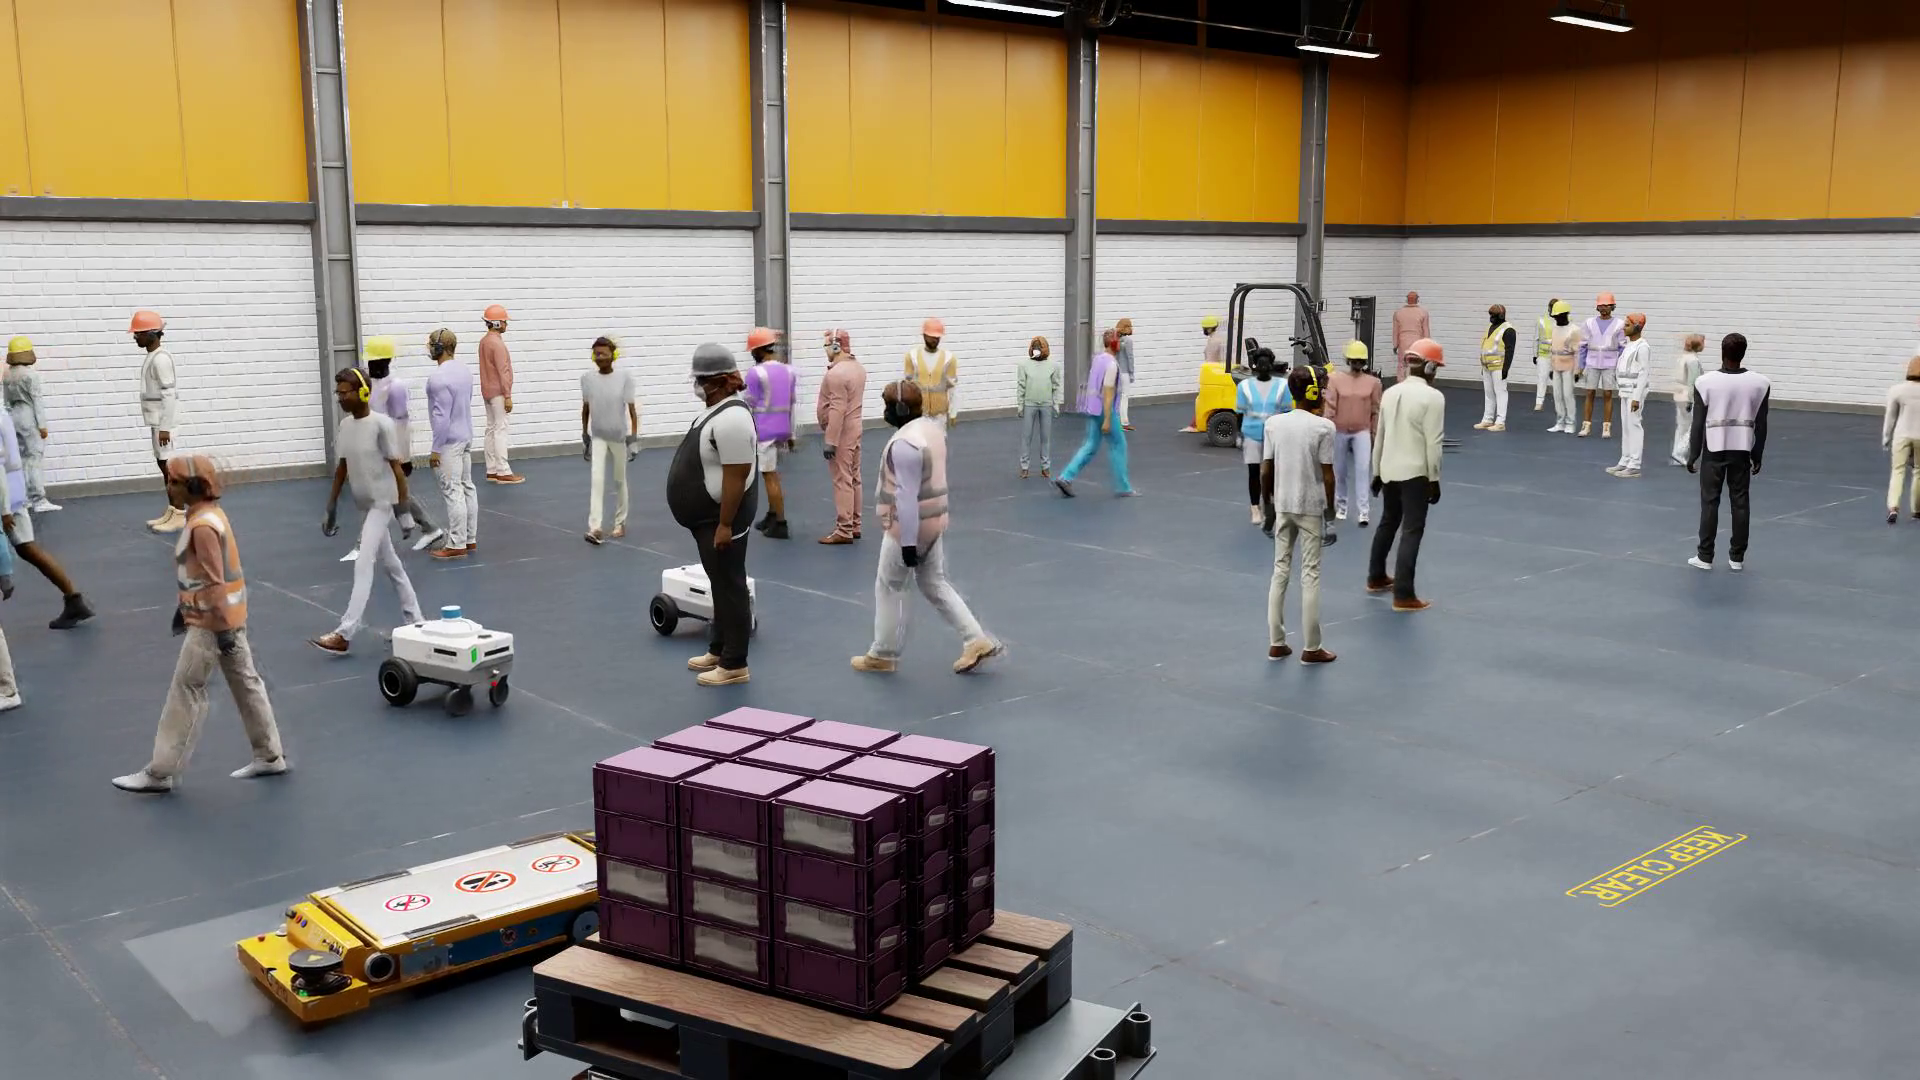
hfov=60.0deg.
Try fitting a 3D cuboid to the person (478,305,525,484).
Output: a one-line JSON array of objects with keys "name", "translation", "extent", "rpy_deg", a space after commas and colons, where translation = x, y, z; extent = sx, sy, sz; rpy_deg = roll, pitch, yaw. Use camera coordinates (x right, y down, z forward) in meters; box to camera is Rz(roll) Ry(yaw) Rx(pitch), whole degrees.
[{"name": "person", "translation": [-5.160, -1.626, 18.592], "extent": [0.377, 1.995, 0.612], "rpy_deg": [-7, 12, -37]}]

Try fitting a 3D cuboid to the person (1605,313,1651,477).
[{"name": "person", "translation": [7.724, -1.663, 19.140], "extent": [0.355, 1.883, 0.573], "rpy_deg": [1, 10, 5]}]

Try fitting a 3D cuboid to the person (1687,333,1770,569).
[{"name": "person", "translation": [6.205, -0.711, 13.459], "extent": [0.591, 1.919, 0.390], "rpy_deg": [1, 10, 7]}]

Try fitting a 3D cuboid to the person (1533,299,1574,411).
[{"name": "person", "translation": [9.701, -3.024, 27.227], "extent": [0.635, 1.842, 0.429], "rpy_deg": [4, 10, 21]}]

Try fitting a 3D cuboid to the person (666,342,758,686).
[{"name": "person", "translation": [-1.471, -0.165, 9.903], "extent": [0.538, 2.000, 0.683], "rpy_deg": [-3, 10, -15]}]

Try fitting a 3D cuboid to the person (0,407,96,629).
[{"name": "person", "translation": [-6.365, -0.289, 11.103], "extent": [0.991, 1.894, 0.560], "rpy_deg": [-3, 10, -19]}]

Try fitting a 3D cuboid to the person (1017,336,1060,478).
[{"name": "person", "translation": [0.897, -1.518, 19.020], "extent": [0.500, 1.632, 0.286], "rpy_deg": [-1, 10, -4]}]

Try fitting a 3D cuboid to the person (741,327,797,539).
[{"name": "person", "translation": [-1.786, -0.963, 15.001], "extent": [0.711, 1.900, 0.538], "rpy_deg": [7, 12, 36]}]

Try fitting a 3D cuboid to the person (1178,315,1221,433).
[{"name": "person", "translation": [3.623, -2.345, 23.644], "extent": [0.890, 1.710, 0.511], "rpy_deg": [0, 10, -1]}]

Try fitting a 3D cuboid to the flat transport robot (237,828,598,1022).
[{"name": "flat transport robot", "translation": [-1.811, 1.367, 6.108], "extent": [1.431, 0.197, 0.652], "rpy_deg": [-8, 13, -40]}]

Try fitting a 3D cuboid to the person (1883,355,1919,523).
[{"name": "person", "translation": [9.078, -0.961, 15.839], "extent": [0.515, 1.609, 0.743], "rpy_deg": [6, 12, 33]}]

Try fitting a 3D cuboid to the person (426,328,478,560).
[{"name": "person", "translation": [-4.273, -0.802, 13.935], "extent": [0.371, 1.941, 0.627], "rpy_deg": [1, 10, 6]}]

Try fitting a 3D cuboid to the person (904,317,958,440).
[{"name": "person", "translation": [-0.309, -1.338, 17.145], "extent": [0.581, 1.907, 0.740], "rpy_deg": [0, 10, -3]}]

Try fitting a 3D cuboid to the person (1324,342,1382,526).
[{"name": "person", "translation": [3.724, -1.011, 15.787], "extent": [0.529, 1.729, 0.783], "rpy_deg": [2, 10, 12]}]

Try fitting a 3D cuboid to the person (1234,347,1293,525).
[{"name": "person", "translation": [2.851, -0.976, 15.671], "extent": [0.556, 1.684, 0.368], "rpy_deg": [2, 10, 10]}]

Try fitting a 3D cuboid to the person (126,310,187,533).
[{"name": "person", "translation": [-7.373, -1.082, 15.272], "extent": [0.395, 2.038, 0.615], "rpy_deg": [-6, 11, -32]}]

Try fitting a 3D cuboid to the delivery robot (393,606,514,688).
[{"name": "delivery robot", "translation": [-2.864, 0.616, 9.404], "extent": [0.707, 0.478, 0.477], "rpy_deg": [6, 11, 31]}]

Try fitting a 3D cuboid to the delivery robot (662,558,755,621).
[{"name": "delivery robot", "translation": [-1.675, 0.330, 11.080], "extent": [0.477, 0.478, 0.707], "rpy_deg": [-9, 13, -41]}]

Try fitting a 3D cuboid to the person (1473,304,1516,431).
[{"name": "person", "translation": [7.785, -2.504, 24.200], "extent": [0.429, 1.839, 0.623], "rpy_deg": [-3, 10, -17]}]

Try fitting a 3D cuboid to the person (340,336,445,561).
[{"name": "person", "translation": [-4.836, -0.787, 14.077], "extent": [0.929, 1.888, 0.591], "rpy_deg": [-7, 12, -34]}]

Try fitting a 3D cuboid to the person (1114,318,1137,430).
[{"name": "person", "translation": [2.381, -2.416, 24.274], "extent": [0.279, 1.634, 0.497], "rpy_deg": [-5, 11, -28]}]

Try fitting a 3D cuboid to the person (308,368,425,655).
[{"name": "person", "translation": [-3.853, -0.183, 10.652], "extent": [0.543, 1.812, 0.942], "rpy_deg": [8, 13, 39]}]

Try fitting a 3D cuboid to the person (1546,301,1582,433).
[{"name": "person", "translation": [8.654, -2.475, 23.864], "extent": [0.462, 1.901, 0.608], "rpy_deg": [-4, 10, -21]}]

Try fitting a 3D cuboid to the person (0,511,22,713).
[{"name": "person", "translation": [-5.439, 0.212, 8.936], "extent": [0.550, 1.606, 0.754], "rpy_deg": [5, 11, 26]}]

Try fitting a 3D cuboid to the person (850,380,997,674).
[{"name": "person", "translation": [-0.212, -0.068, 10.043], "extent": [0.858, 1.810, 0.650], "rpy_deg": [3, 10, 19]}]

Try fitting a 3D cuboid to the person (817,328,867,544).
[{"name": "person", "translation": [-1.062, -0.915, 14.696], "extent": [0.408, 1.906, 0.638], "rpy_deg": [2, 10, 14]}]

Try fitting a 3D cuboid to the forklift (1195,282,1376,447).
[{"name": "forklift", "translation": [4.328, -2.346, 22.227], "extent": [2.313, 2.155, 1.214], "rpy_deg": [3, 10, 16]}]

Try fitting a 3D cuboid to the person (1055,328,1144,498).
[{"name": "person", "translation": [1.451, -1.319, 17.400], "extent": [0.914, 1.807, 0.594], "rpy_deg": [-2, 10, -14]}]

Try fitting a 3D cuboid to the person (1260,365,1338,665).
[{"name": "person", "translation": [2.117, -0.155, 10.378], "extent": [0.521, 1.862, 0.335], "rpy_deg": [8, 13, 40]}]

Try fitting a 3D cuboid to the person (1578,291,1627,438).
[{"name": "person", "translation": [8.946, -2.435, 23.186], "extent": [0.605, 2.045, 0.378], "rpy_deg": [6, 11, 30]}]

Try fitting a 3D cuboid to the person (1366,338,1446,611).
[{"name": "person", "translation": [3.243, -0.494, 12.117], "extent": [0.526, 1.957, 0.763], "rpy_deg": [-4, 11, -24]}]

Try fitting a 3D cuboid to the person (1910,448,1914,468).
[{"name": "person", "translation": [11.300, -1.681, 19.123], "extent": [0.545, 1.926, 0.549], "rpy_deg": [0, 10, 2]}]

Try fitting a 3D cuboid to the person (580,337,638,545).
[{"name": "person", "translation": [-3.106, -0.869, 14.662], "extent": [0.554, 1.818, 0.956], "rpy_deg": [0, 10, 1]}]

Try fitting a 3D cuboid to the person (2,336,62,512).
[{"name": "person", "translation": [-9.261, -1.149, 16.532], "extent": [0.487, 1.746, 0.287], "rpy_deg": [4, 11, 23]}]

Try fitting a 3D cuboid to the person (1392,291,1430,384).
[{"name": "person", "translation": [8.062, -3.485, 29.716], "extent": [0.651, 1.913, 0.410], "rpy_deg": [5, 11, 28]}]

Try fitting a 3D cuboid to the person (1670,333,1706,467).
[{"name": "person", "translation": [8.744, -1.665, 19.916], "extent": [0.368, 1.625, 0.515], "rpy_deg": [1, 10, 9]}]

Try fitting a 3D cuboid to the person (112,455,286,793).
[{"name": "person", "translation": [-3.652, 0.399, 7.892], "extent": [0.815, 1.603, 0.526], "rpy_deg": [-3, 10, -19]}]
